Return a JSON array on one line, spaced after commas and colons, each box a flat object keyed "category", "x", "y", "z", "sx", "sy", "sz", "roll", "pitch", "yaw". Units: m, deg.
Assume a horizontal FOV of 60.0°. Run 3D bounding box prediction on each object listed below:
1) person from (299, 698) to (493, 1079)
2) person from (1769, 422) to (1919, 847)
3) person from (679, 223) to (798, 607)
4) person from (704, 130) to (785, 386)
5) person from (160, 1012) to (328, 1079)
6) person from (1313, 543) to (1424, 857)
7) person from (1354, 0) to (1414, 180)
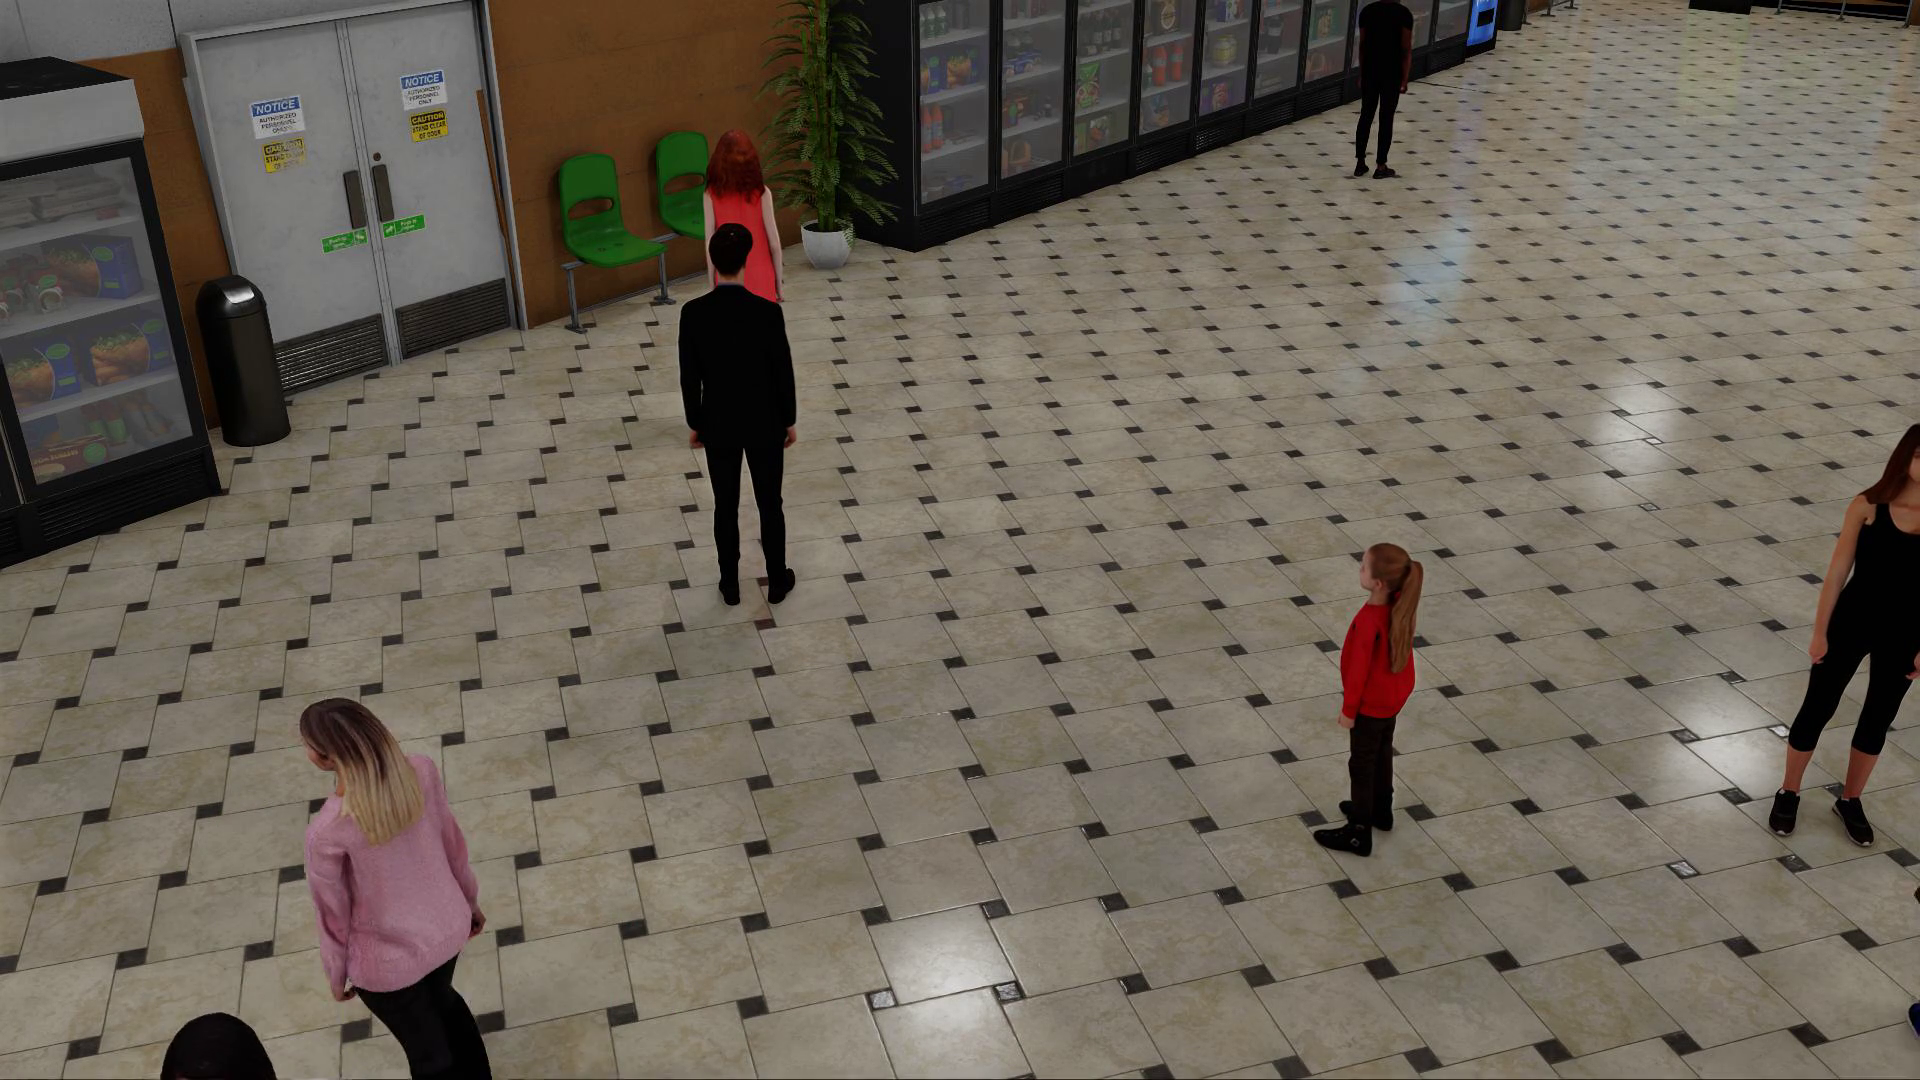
[{"category": "person", "x": -1.500, "y": 1.177, "z": 4.696, "sx": 0.607, "sy": 1.668, "sz": 0.647, "roll": 19, "pitch": 33, "yaw": 33}, {"category": "person", "x": 3.441, "y": 0.349, "z": 6.267, "sx": 0.578, "sy": 1.726, "sz": 0.696, "roll": 6, "pitch": 28, "yaw": 13}, {"category": "person", "x": -1.037, "y": -0.569, "z": 7.890, "sx": 0.773, "sy": 1.894, "sz": 0.845, "roll": -1, "pitch": 27, "yaw": -1}, {"category": "person", "x": -1.269, "y": -1.504, "z": 9.807, "sx": 0.637, "sy": 1.828, "sz": 0.717, "roll": 0, "pitch": 27, "yaw": 1}, {"category": "person", "x": -1.553, "y": 1.658, "z": 3.764, "sx": 0.949, "sy": 1.654, "sz": 1.135, "roll": -11, "pitch": 29, "yaw": -21}, {"category": "person", "x": 1.567, "y": 0.592, "z": 6.280, "sx": 0.483, "sy": 1.280, "sz": 0.490, "roll": 19, "pitch": 32, "yaw": 32}, {"category": "person", "x": 3.854, "y": -4.239, "z": 15.209, "sx": 0.506, "sy": 1.820, "sz": 0.731, "roll": 19, "pitch": 32, "yaw": 32}]
